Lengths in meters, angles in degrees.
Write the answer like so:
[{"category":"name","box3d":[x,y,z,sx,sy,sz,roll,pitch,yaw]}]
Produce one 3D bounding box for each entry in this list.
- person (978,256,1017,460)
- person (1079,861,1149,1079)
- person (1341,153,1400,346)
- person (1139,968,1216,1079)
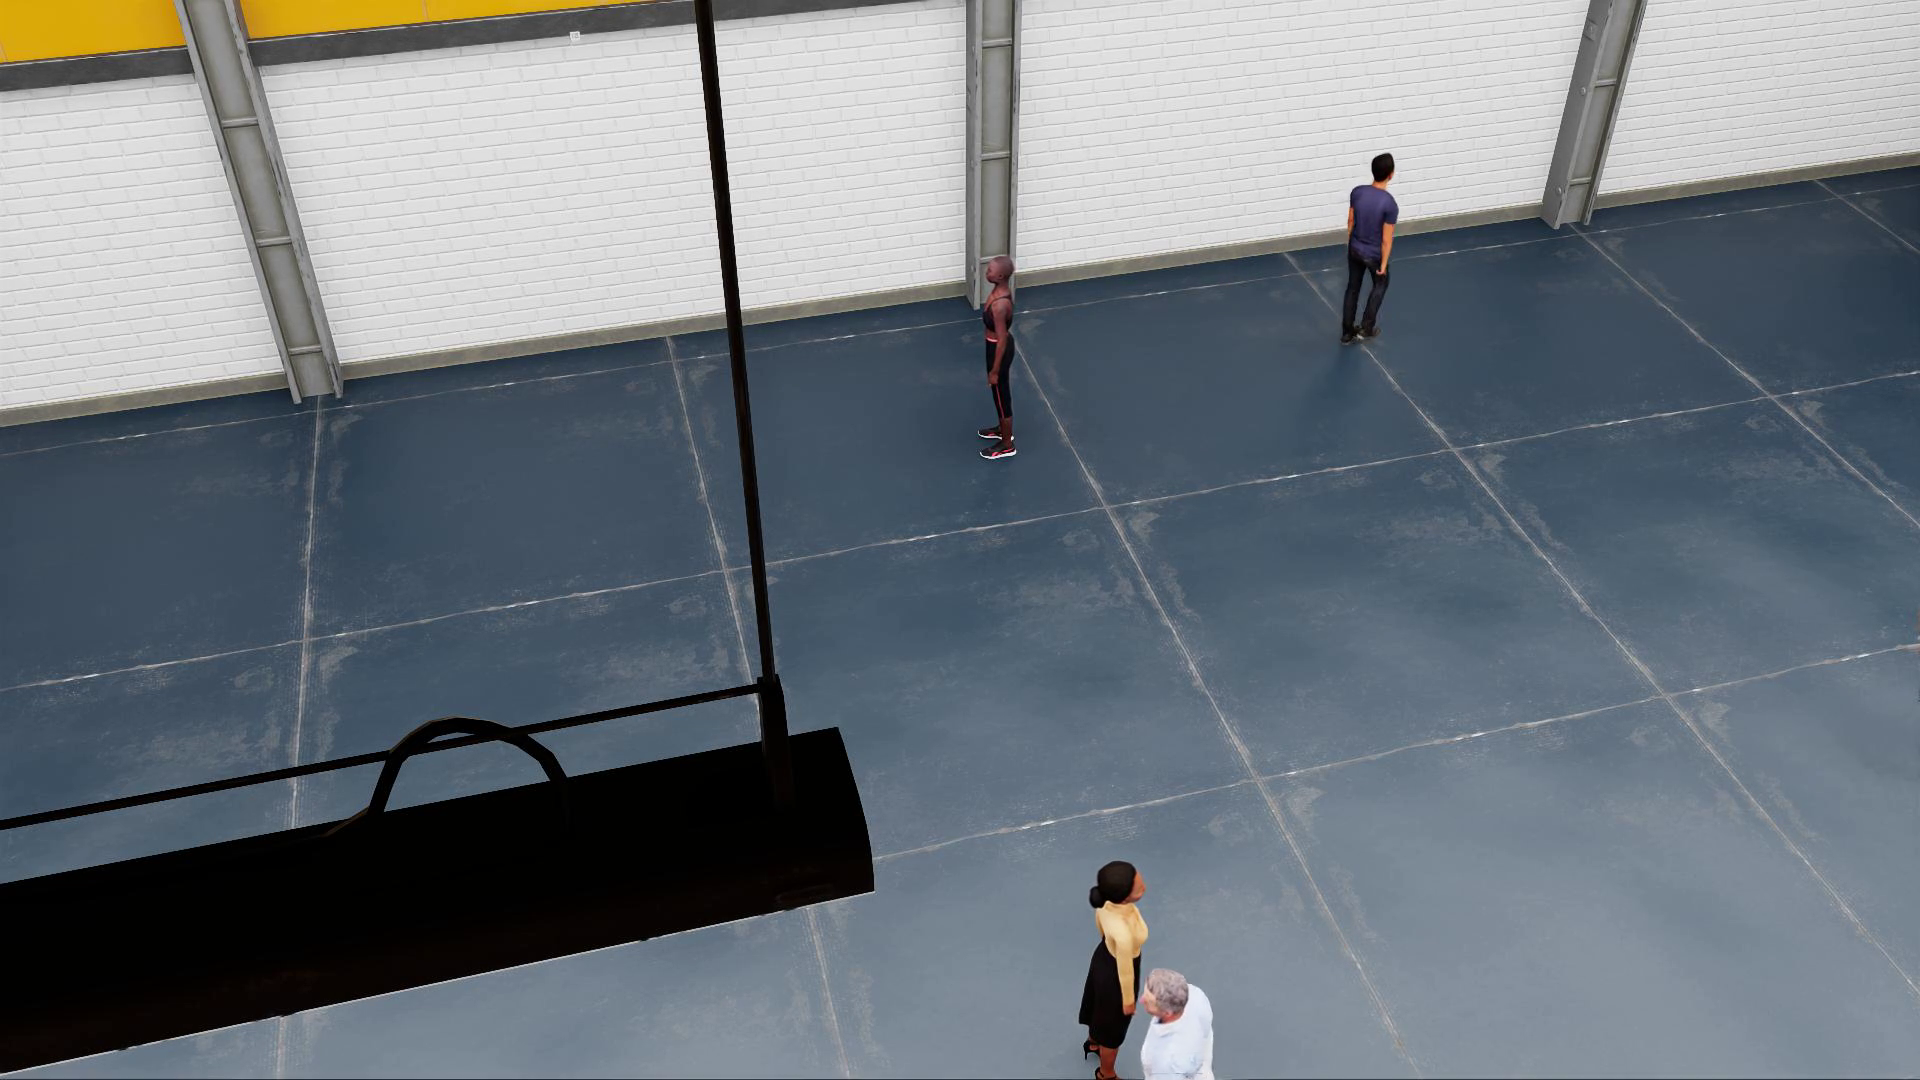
[{"category":"person","box3d":[0.320,-1.450,13.095,0.619,1.758,0.641,0,39,0]},{"category":"person","box3d":[0.793,2.236,8.564,0.543,1.652,0.575,-7,39,-9]},{"category":"person","box3d":[3.464,-2.466,14.351,0.761,1.779,0.789,28,46,30]},{"category":"person","box3d":[1.127,2.681,7.911,1.219,1.774,1.055,13,40,15]}]
